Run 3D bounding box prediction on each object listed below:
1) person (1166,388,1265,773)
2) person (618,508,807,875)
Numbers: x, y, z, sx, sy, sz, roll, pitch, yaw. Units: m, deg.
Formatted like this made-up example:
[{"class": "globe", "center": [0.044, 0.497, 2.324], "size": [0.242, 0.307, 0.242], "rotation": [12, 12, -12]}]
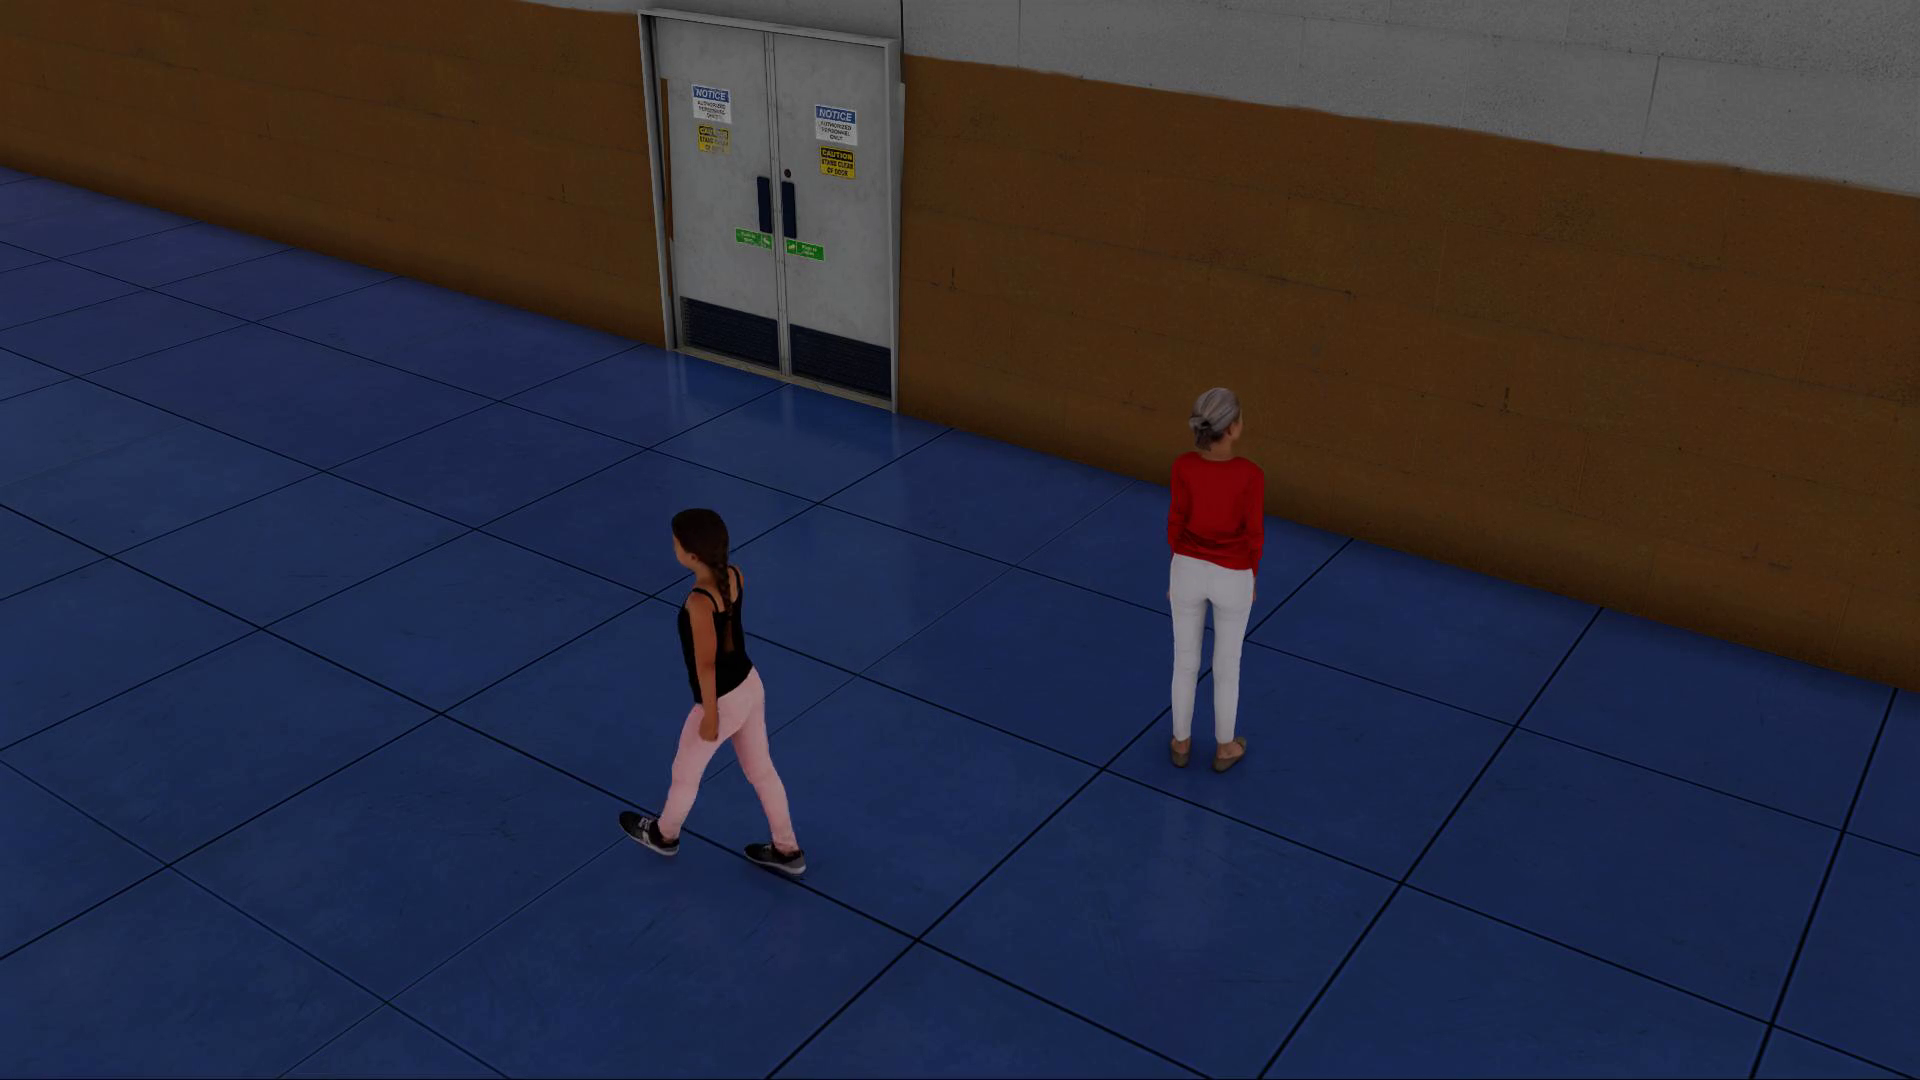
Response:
[{"class": "person", "center": [1.024, 0.180, 6.779], "size": [0.594, 1.694, 0.590], "rotation": [9, 28, 17]}, {"class": "person", "center": [-0.799, 0.615, 6.115], "size": [0.740, 1.521, 0.958], "rotation": [11, 29, 20]}]
